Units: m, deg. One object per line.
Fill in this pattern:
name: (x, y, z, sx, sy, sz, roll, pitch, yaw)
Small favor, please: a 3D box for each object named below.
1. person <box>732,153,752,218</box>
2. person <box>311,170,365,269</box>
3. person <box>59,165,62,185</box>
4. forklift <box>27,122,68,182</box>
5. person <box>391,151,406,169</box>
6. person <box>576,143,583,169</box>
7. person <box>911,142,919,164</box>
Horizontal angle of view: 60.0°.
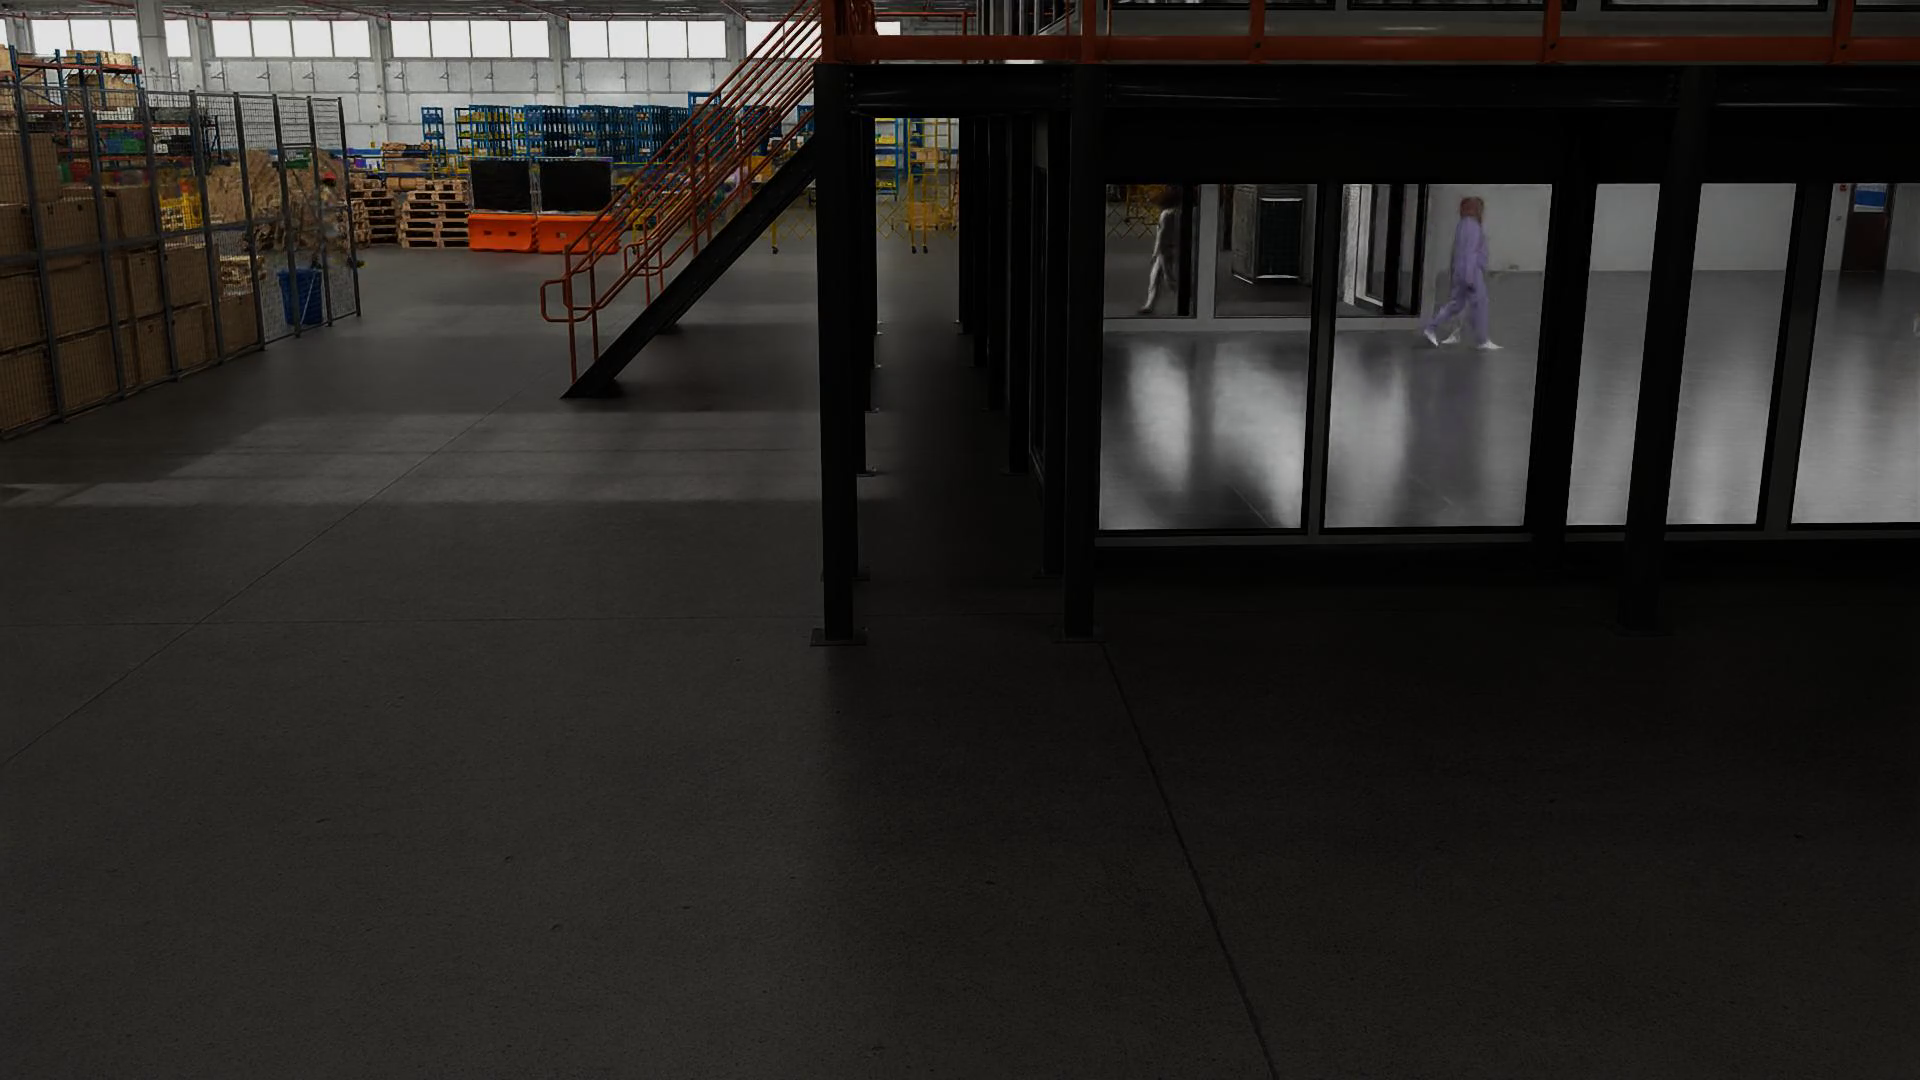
person: (-5.762, -9.209, 43.945, 0.616, 2.005, 1.030, 8, 16, 29)
person: (-12.037, -6.128, 31.877, 1.012, 1.875, 0.554, -5, 15, -19)
person: (-31.239, -12.399, 57.442, 0.287, 1.626, 0.497, 7, 16, 27)
forklift: (-35.376, -14.773, 64.377, 1.129, 2.768, 1.873, -1, 14, -2)
person: (-25.050, -16.738, 74.199, 0.607, 1.906, 0.702, -6, 15, -23)
person: (-19.176, -19.133, 83.980, 0.417, 1.820, 0.606, -9, 17, -32)
person: (-2.320, -19.293, 84.570, 0.562, 1.834, 0.563, -1, 14, -6)
